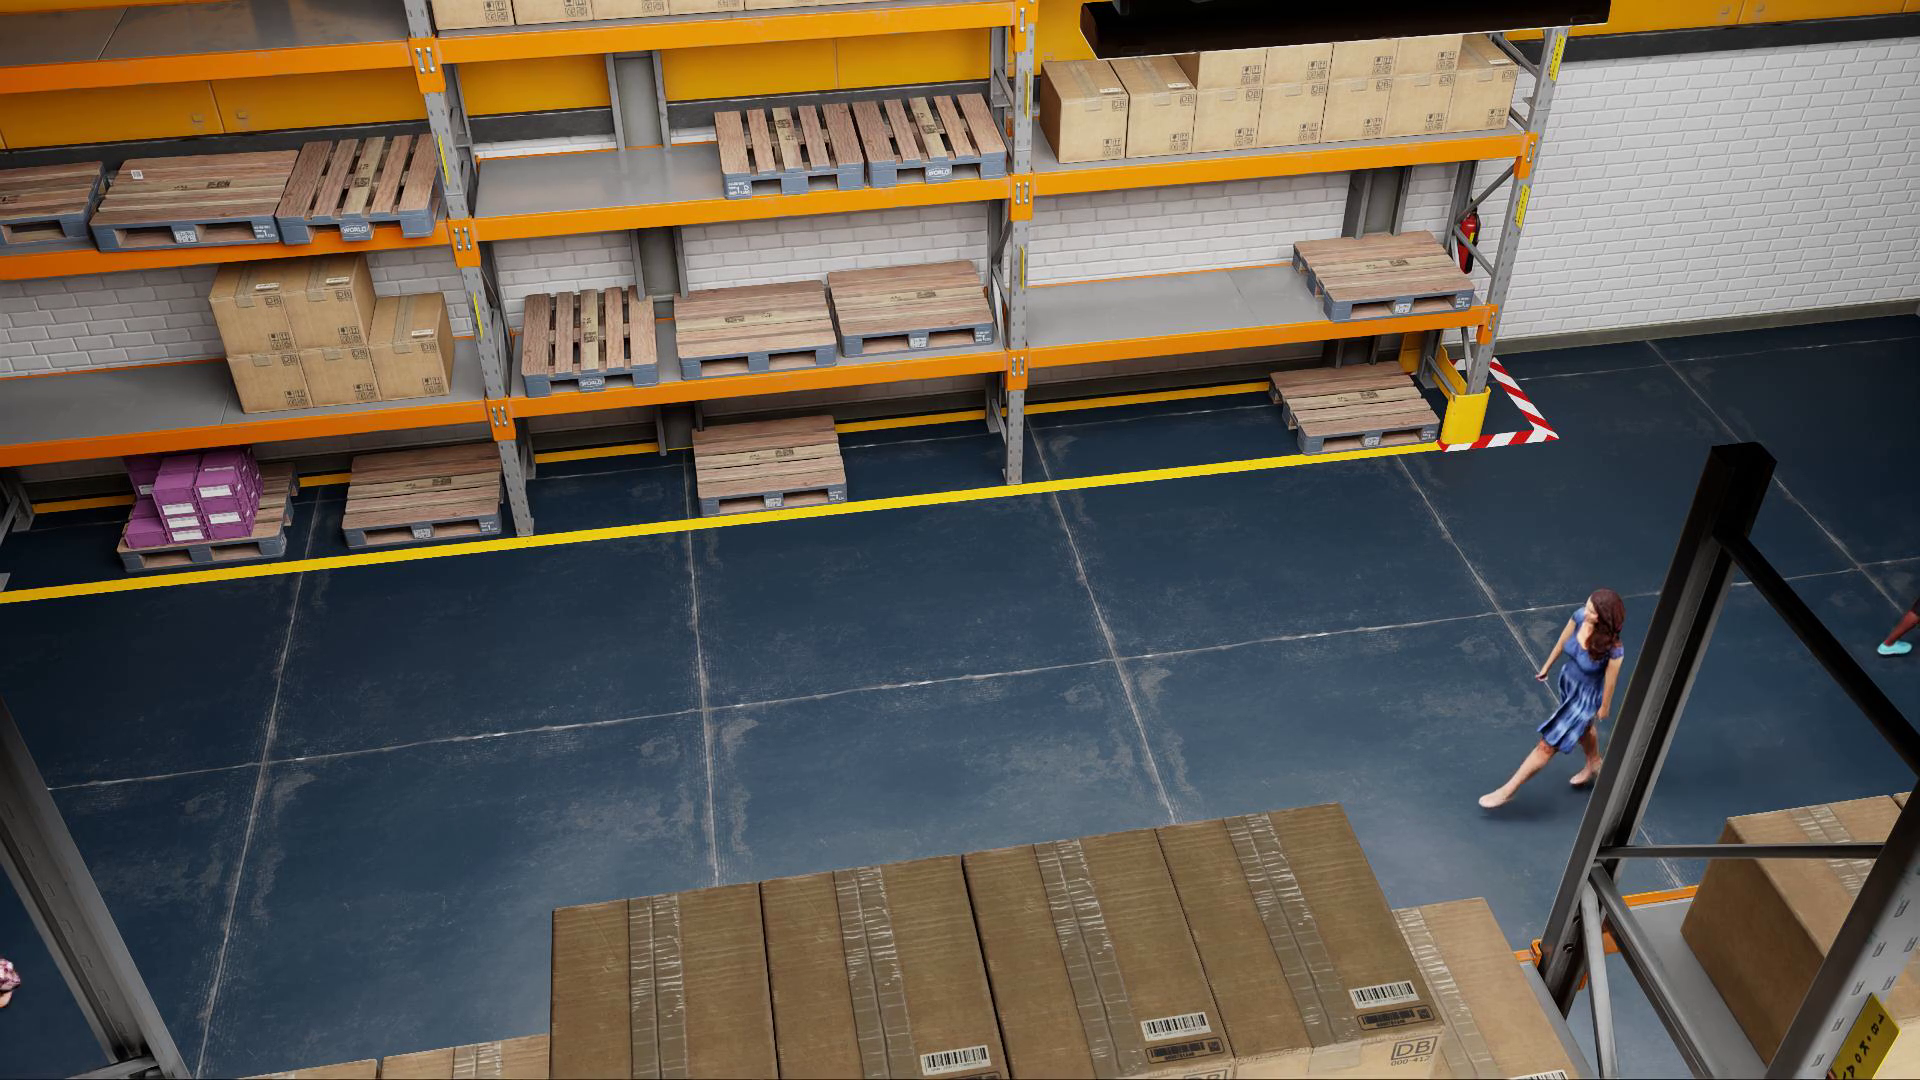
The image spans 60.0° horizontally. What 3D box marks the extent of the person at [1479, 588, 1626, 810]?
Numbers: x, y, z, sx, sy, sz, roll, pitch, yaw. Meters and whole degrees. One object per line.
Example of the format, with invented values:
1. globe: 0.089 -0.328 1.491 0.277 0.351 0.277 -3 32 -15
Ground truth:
1. person: 3.990 1.022 10.603 1.175 1.746 0.688 -9 39 -11
